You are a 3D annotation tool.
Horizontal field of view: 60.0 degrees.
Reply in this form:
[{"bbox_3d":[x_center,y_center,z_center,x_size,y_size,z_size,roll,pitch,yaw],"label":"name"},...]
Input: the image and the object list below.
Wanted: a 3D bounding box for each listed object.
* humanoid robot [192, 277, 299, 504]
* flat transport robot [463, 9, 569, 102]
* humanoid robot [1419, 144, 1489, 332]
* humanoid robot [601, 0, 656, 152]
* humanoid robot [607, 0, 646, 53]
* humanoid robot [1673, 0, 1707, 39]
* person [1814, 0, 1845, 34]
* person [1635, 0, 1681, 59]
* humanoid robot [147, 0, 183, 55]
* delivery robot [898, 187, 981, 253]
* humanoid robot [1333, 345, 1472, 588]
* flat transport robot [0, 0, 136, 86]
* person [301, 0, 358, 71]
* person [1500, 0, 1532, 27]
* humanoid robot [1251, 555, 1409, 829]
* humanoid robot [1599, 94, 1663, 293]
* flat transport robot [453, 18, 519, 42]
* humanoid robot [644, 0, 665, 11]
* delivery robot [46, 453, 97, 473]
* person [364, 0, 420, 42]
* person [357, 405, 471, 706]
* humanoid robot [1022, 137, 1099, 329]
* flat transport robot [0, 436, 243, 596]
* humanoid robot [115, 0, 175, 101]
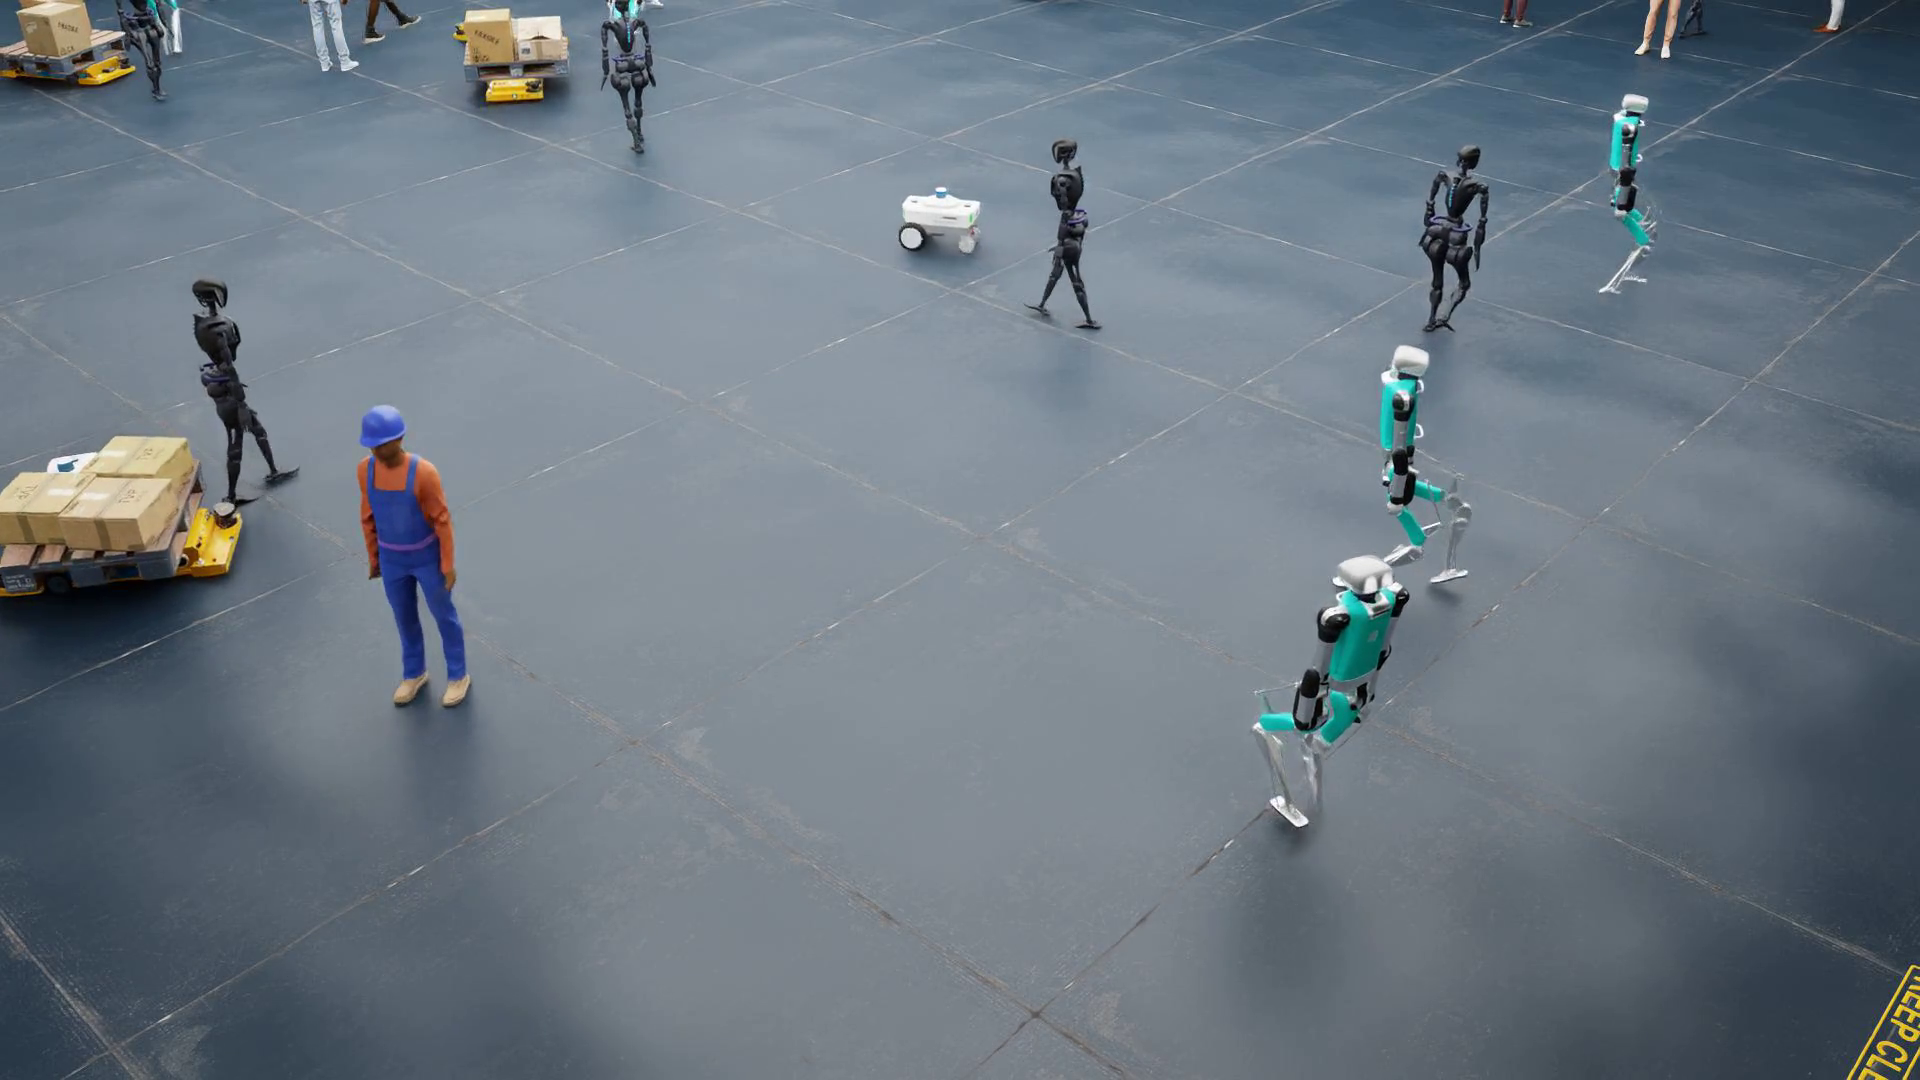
[{"bbox_3d":[-5.010,-1.046,11.511,0.588,1.638,0.608,-19,36,-27],"label":"humanoid robot"},{"bbox_3d":[-5.360,-5.645,20.244,0.659,0.231,1.431,-6,32,-10],"label":"flat transport robot"},{"bbox_3d":[4.074,-2.499,13.853,0.589,1.647,0.404,26,41,36],"label":"humanoid robot"},{"bbox_3d":[-3.624,-5.091,18.039,0.603,1.634,0.688,-17,35,-25],"label":"humanoid robot"},{"bbox_3d":[-4.140,-6.626,20.453,0.549,1.780,0.839,1,32,2],"label":"humanoid robot"},{"bbox_3d":[9.686,-7.418,21.782,0.682,1.628,0.589,-9,33,-14],"label":"humanoid robot"},{"bbox_3d":[11.691,-7.639,21.992,0.397,1.821,0.527,12,34,19],"label":"person"},{"bbox_3d":[8.970,-7.055,20.994,0.508,1.875,0.351,16,35,24],"label":"person"},{"bbox_3d":[-10.133,-6.969,21.020,0.537,1.827,0.750,-1,32,-2],"label":"humanoid robot"},{"bbox_3d":[-0.196,-3.042,15.791,0.807,0.606,0.499,7,33,11],"label":"delivery robot"},{"bbox_3d":[2.955,-0.375,10.412,1.034,1.770,0.536,4,32,6],"label":"humanoid robot"},{"bbox_3d":[-11.042,-5.849,20.573,1.431,0.231,0.659,9,33,14],"label":"flat transport robot"},{"bbox_3d":[-7.858,-6.743,20.451,0.591,1.916,0.376,2,32,3],"label":"person"},{"bbox_3d":[7.602,-7.823,22.296,0.377,1.807,0.544,-16,35,-23],"label":"person"},{"bbox_3d":[1.799,0.811,8.552,0.538,1.887,0.746,-19,37,-28],"label":"humanoid robot"},{"bbox_3d":[6.029,-2.996,14.618,0.816,1.799,0.536,7,33,11],"label":"humanoid robot"},{"bbox_3d":[-5.923,-6.624,21.820,1.431,0.231,0.659,20,37,29],"label":"flat transport robot"},{"bbox_3d":[-4.346,-8.165,23.013,0.714,1.902,0.548,10,33,15],"label":"humanoid robot"},{"bbox_3d":[-6.021,-0.271,11.320,0.499,0.595,0.770,-11,33,-17],"label":"delivery robot"},{"bbox_3d":[-7.620,-7.566,21.791,0.610,1.892,1.023,23,39,32],"label":"person"},{"bbox_3d":[-3.119,0.091,9.455,0.531,1.909,0.362,4,32,6],"label":"person"},{"bbox_3d":[0.860,-2.576,13.996,0.732,1.628,0.609,6,32,10],"label":"humanoid robot"},{"bbox_3d":[-5.587,0.064,11.051,1.431,0.231,0.659,-6,32,-10],"label":"flat transport robot"},{"bbox_3d":[-9.546,-6.007,19.508,0.540,1.636,0.613,20,37,29],"label":"humanoid robot"}]
